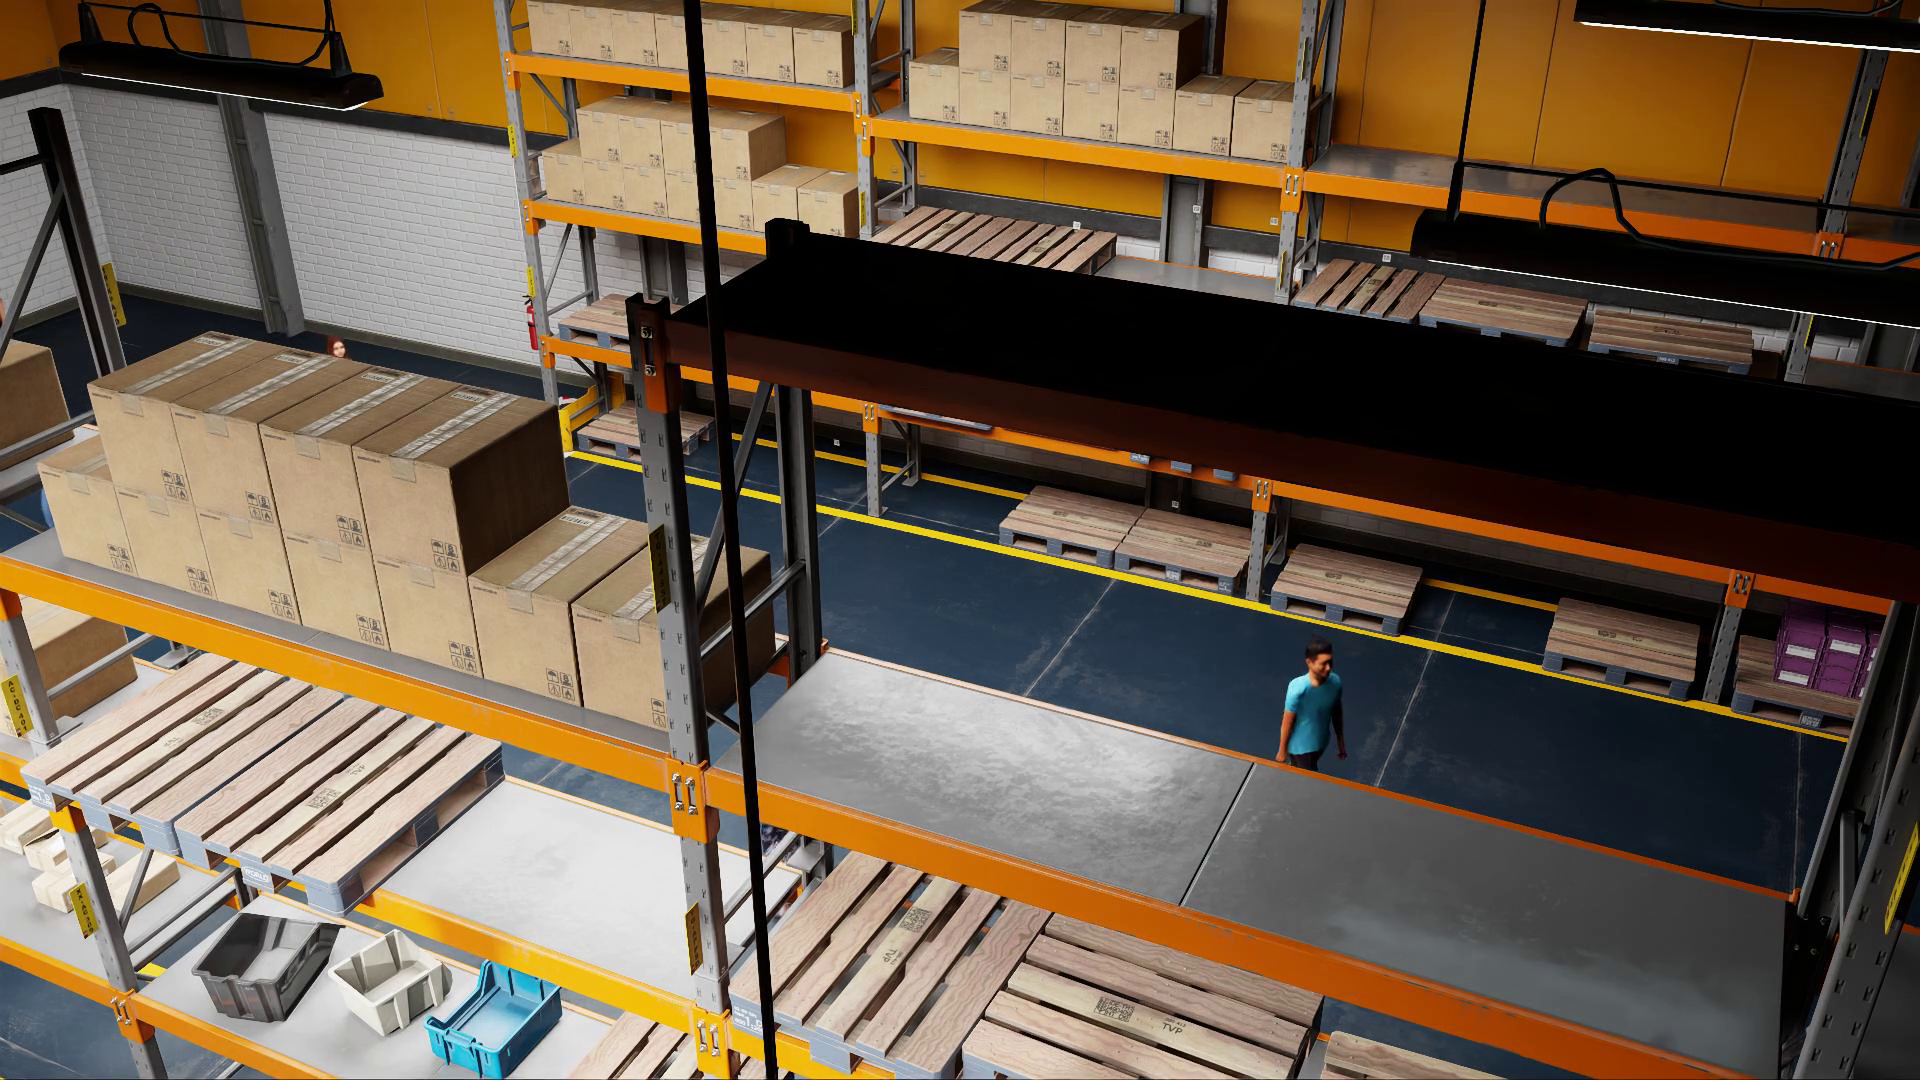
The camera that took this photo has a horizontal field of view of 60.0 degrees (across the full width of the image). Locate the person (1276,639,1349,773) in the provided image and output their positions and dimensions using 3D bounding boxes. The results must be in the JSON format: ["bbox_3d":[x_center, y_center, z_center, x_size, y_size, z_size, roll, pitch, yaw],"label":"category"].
[{"bbox_3d":[2.471,1.462,12.127,1.053,1.730,1.239,-16,33,-27],"label":"person"}]
